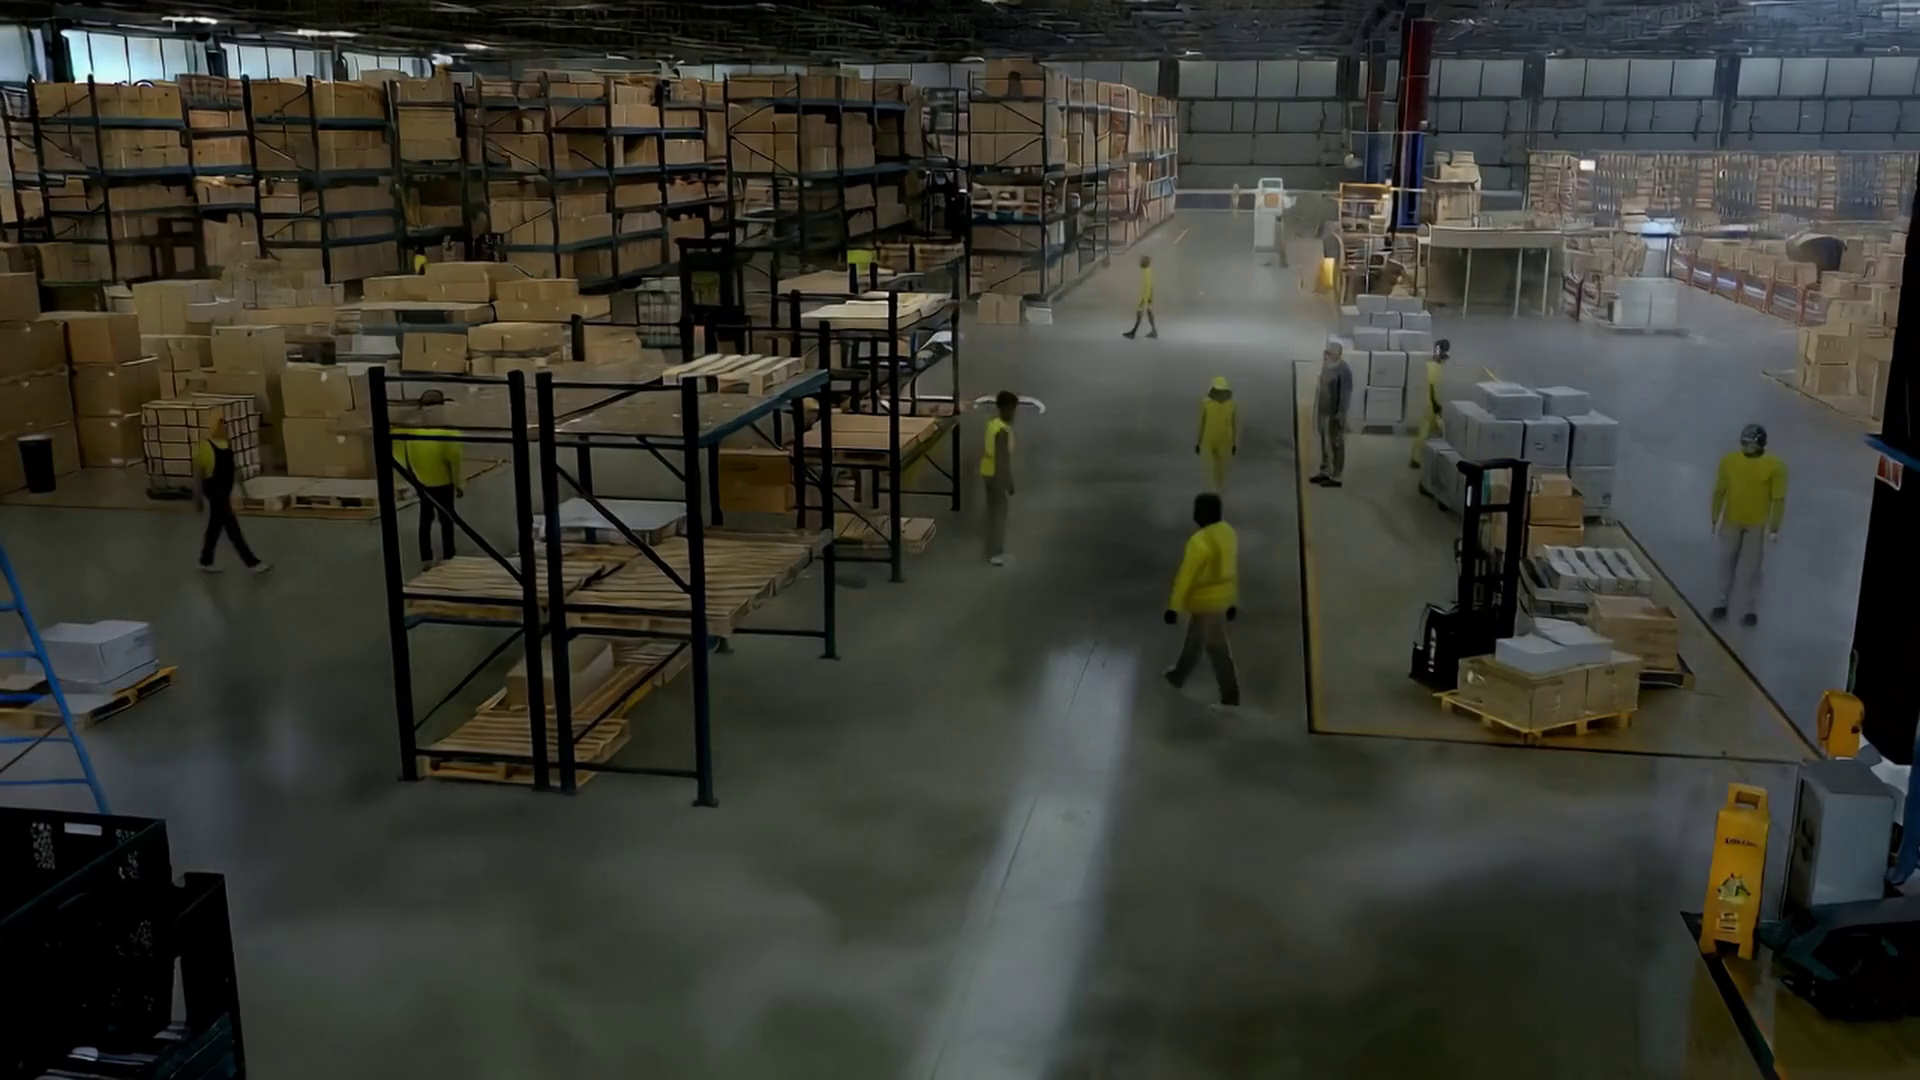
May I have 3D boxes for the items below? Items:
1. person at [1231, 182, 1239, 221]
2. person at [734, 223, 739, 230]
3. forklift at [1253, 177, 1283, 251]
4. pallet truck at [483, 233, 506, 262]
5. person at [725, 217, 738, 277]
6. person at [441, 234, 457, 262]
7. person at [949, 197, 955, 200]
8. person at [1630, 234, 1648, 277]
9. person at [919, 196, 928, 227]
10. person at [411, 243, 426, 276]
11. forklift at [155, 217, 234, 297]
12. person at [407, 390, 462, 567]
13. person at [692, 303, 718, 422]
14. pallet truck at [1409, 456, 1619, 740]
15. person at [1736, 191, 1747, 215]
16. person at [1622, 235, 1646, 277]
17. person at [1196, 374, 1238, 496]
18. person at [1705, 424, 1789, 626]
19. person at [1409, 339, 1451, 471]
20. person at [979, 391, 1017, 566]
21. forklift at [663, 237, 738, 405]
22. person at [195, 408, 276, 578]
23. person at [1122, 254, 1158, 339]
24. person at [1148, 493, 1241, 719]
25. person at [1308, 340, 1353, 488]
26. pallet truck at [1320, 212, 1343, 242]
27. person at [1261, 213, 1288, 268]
[{"bbox_3d":[14.302,-17.581,86.439,0.409,1.986,0.608,1,14,6],"label":"person"},{"bbox_3d":[-9.457,-13.070,68.947,0.528,1.567,0.823,-1,14,-3],"label":"person"},{"bbox_3d":[12.083,-12.747,64.956,1.129,2.768,1.873,3,14,10],"label":"forklift"},{"bbox_3d":[-11.832,-7.026,43.548,1.885,1.965,0.823,8,16,28],"label":"pallet truck"},{"bbox_3d":[-7.291,-9.344,53.120,0.383,1.918,0.591,-5,15,-19],"label":"person"},{"bbox_3d":[-15.186,-8.261,49.349,0.545,1.598,0.807,2,14,8],"label":"person"},{"bbox_3d":[-0.429,-19.036,92.450,0.626,1.920,0.600,-6,15,-22],"label":"person"},{"bbox_3d":[20.013,-8.231,49.150,0.546,1.649,0.887,4,14,15],"label":"person"},{"bbox_3d":[-1.810,-16.056,80.551,0.602,1.831,0.403,4,15,18],"label":"person"},{"bbox_3d":[-13.583,-6.538,41.841,0.309,1.864,0.535,-3,14,-13],"label":"person"},{"bbox_3d":[-16.458,-5.471,35.416,1.129,2.768,1.873,3,14,10],"label":"forklift"},{"bbox_3d":[-5.611,-0.654,17.853,0.585,1.918,0.409,3,14,14],"label":"person"},{"bbox_3d":[-4.083,-2.746,26.235,0.368,1.966,0.603,13,19,42],"label":"person"},{"bbox_3d":[4.504,0.400,13.395,0.823,1.965,1.885,-6,15,-23],"label":"pallet truck"},{"bbox_3d":[38.498,-16.424,82.041,0.579,1.828,0.436,2,14,7],"label":"person"},{"bbox_3d":[18.627,-7.530,46.030,0.606,1.794,0.934,3,14,11],"label":"person"},{"bbox_3d":[3.177,-1.238,20.644,0.498,1.718,0.695,1,14,4],"label":"person"},{"bbox_3d":[7.442,-0.151,15.759,0.635,1.936,0.355,13,19,42],"label":"person"},{"bbox_3d":[6.541,-1.824,22.763,0.755,1.839,0.509,11,18,38],"label":"person"},{"bbox_3d":[0.407,-0.675,18.021,0.381,1.880,0.700,-2,14,-7],"label":"person"},{"bbox_3d":[-4.340,-3.789,28.585,1.129,2.768,1.873,3,14,10],"label":"forklift"},{"bbox_3d":[-7.668,-0.487,17.410,0.952,1.792,0.536,2,14,9],"label":"person"},{"bbox_3d":[4.083,-5.469,37.418,0.832,1.907,0.559,3,14,12],"label":"person"},{"bbox_3d":[1.914,0.502,13.384,0.947,1.790,0.637,10,17,34],"label":"person"},{"bbox_3d":[4.885,-1.656,21.867,0.372,1.940,0.632,-5,15,-20],"label":"person"},{"bbox_3d":[15.874,-13.227,70.310,0.680,1.201,1.601,10,17,35],"label":"pallet truck"},{"bbox_3d":[10.790,-10.212,56.771,0.958,1.864,0.667,6,15,23],"label":"person"}]
